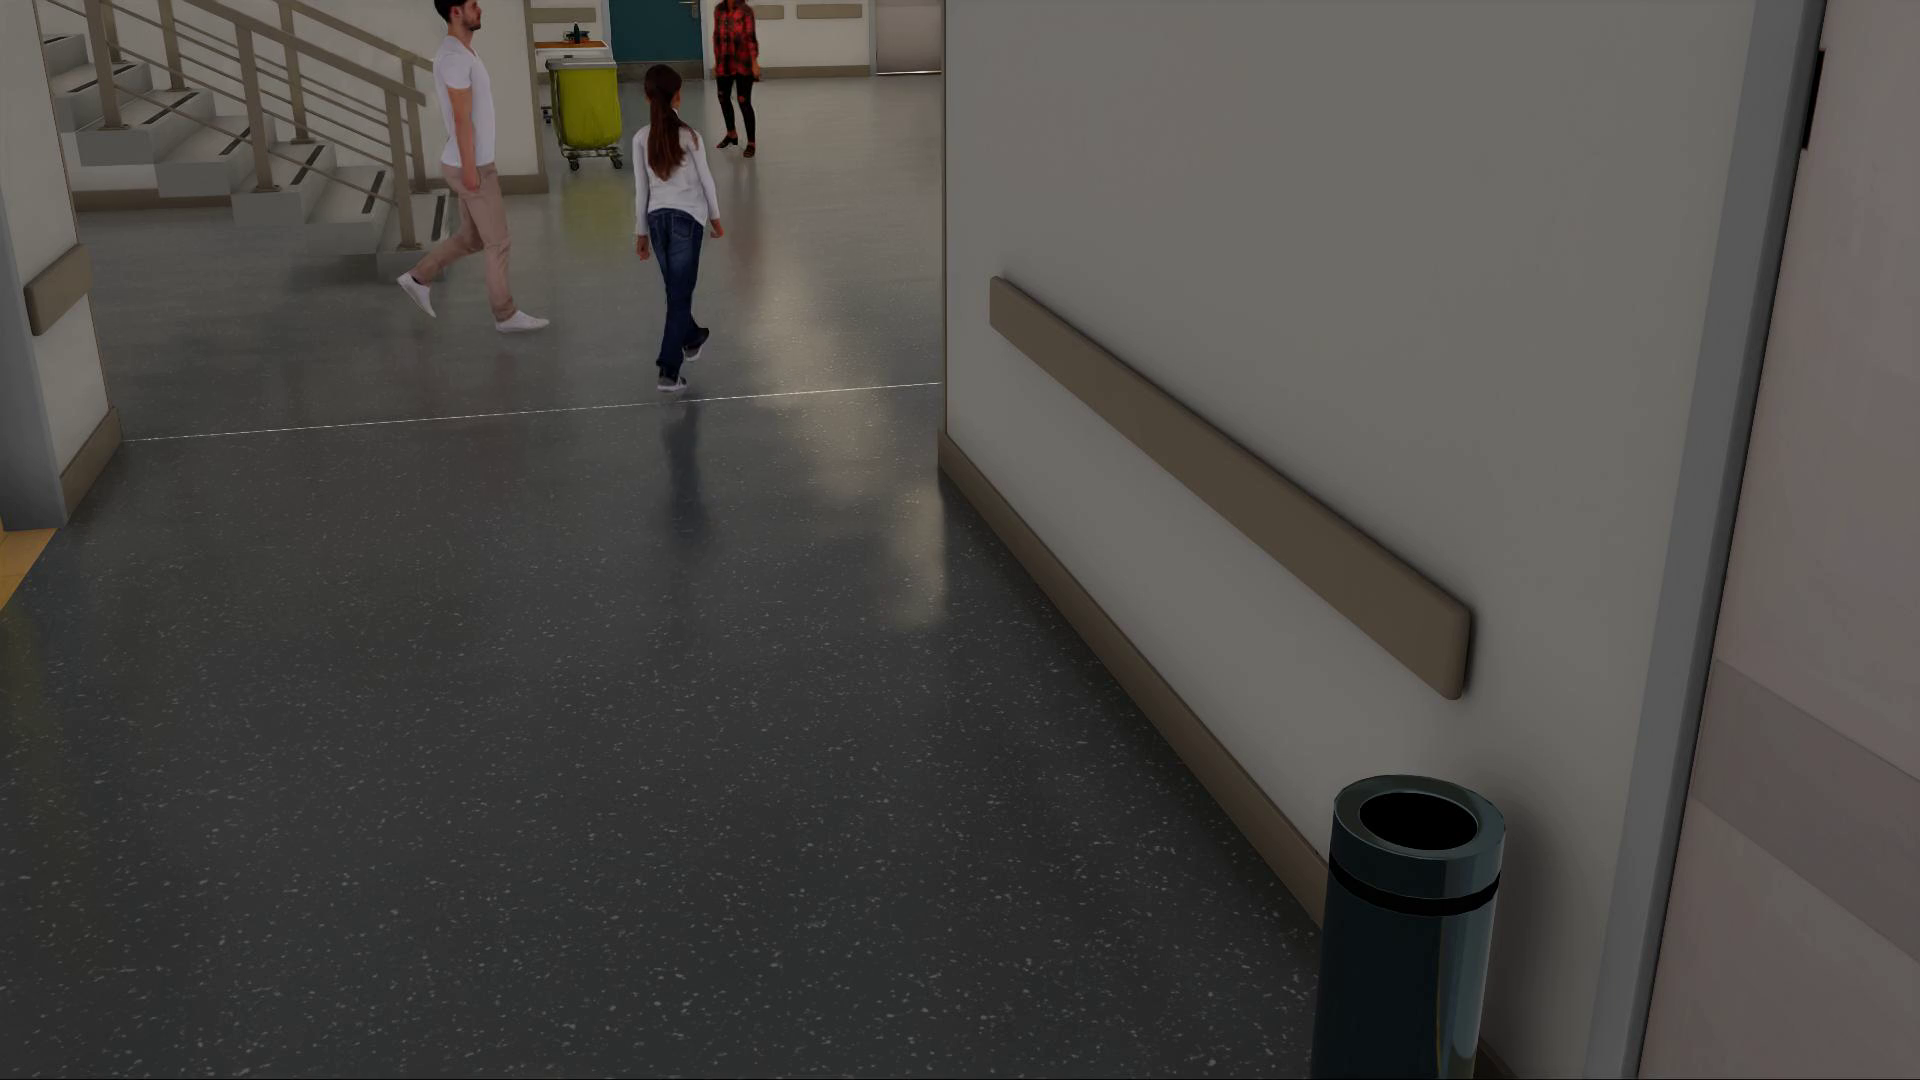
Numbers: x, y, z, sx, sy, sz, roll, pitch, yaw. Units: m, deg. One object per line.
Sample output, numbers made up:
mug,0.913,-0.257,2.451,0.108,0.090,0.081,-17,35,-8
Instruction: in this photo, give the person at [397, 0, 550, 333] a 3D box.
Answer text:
person,-2.730,-2.034,9.018,1.073,1.870,0.761,-3,21,-7

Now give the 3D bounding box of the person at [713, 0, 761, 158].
person,-2.121,-4.515,15.821,0.911,1.691,0.963,12,24,28

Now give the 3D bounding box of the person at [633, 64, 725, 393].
person,-1.397,-1.442,7.976,1.095,1.501,0.933,5,21,12
